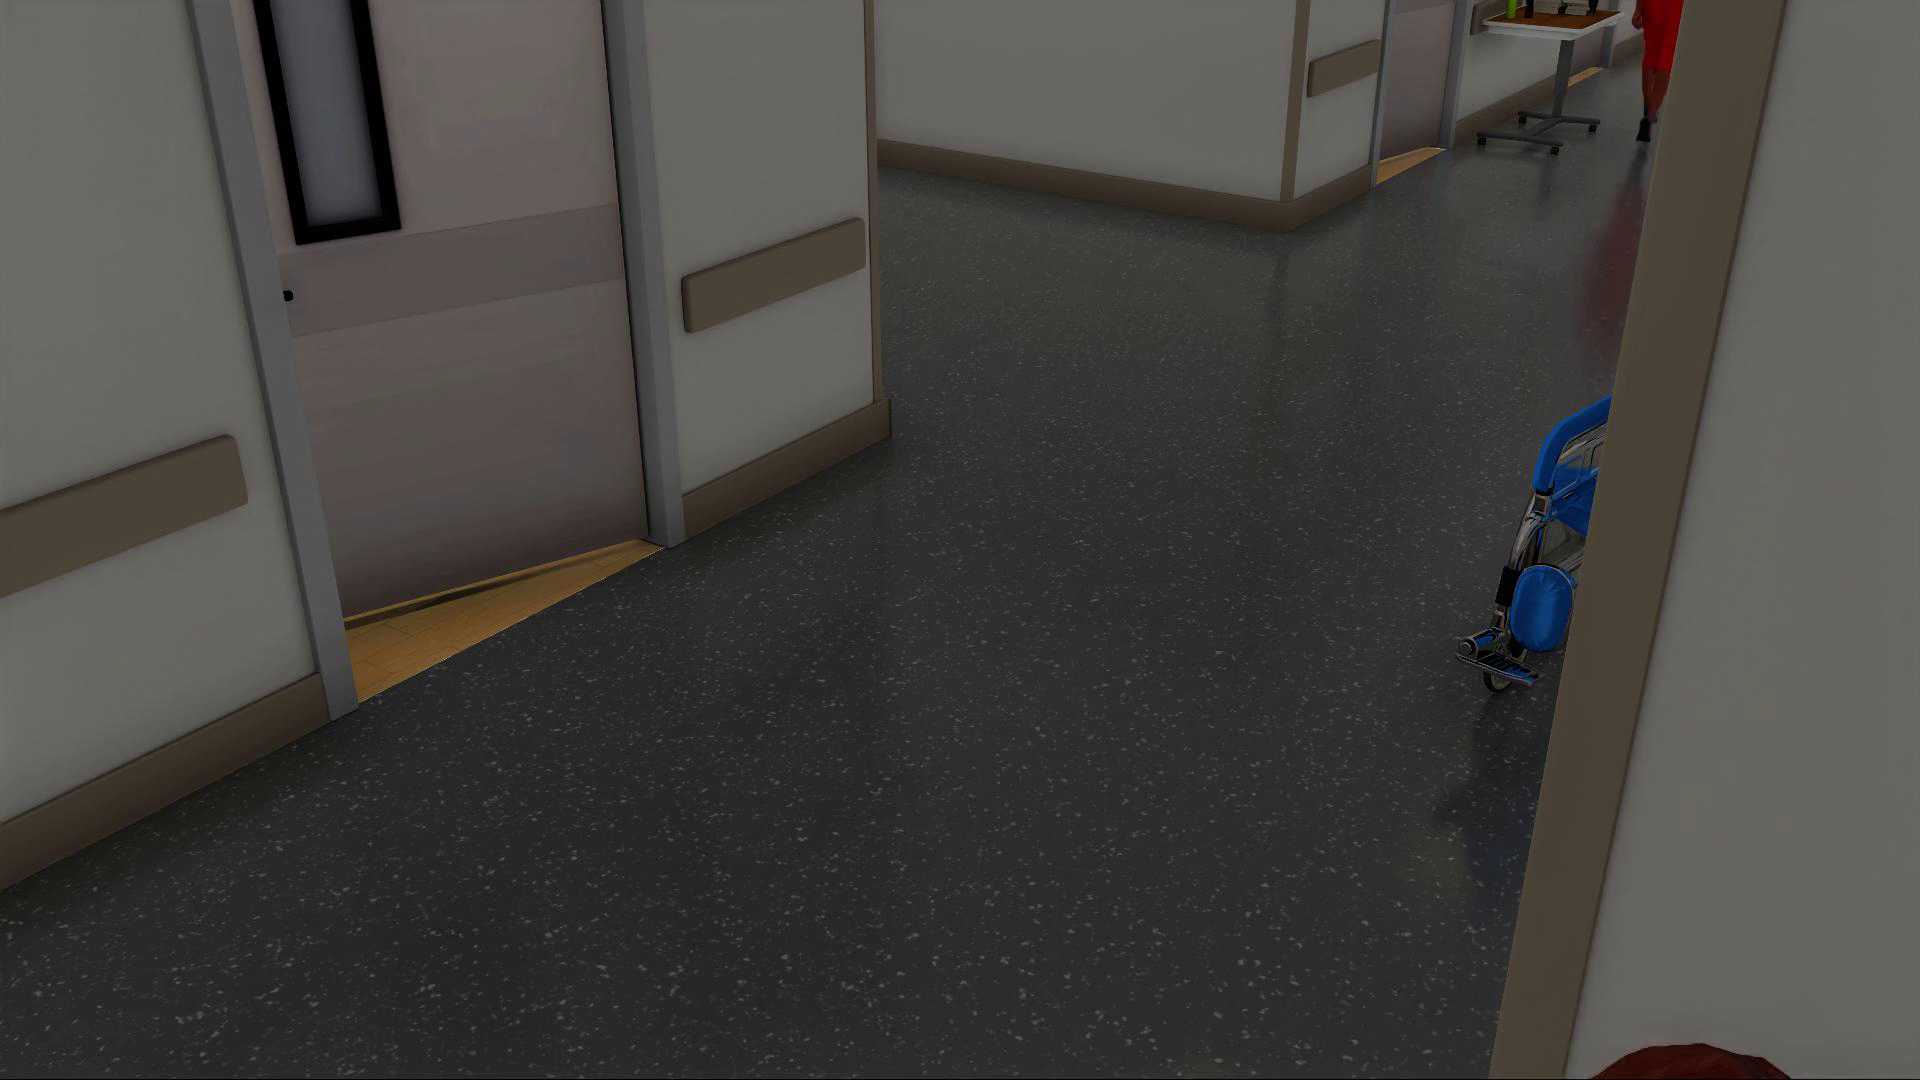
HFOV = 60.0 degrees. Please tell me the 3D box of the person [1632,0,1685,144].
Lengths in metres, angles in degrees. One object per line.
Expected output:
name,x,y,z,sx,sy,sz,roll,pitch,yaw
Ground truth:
person,4.605,-3.421,10.828,0.671,1.694,1.115,14,29,27
